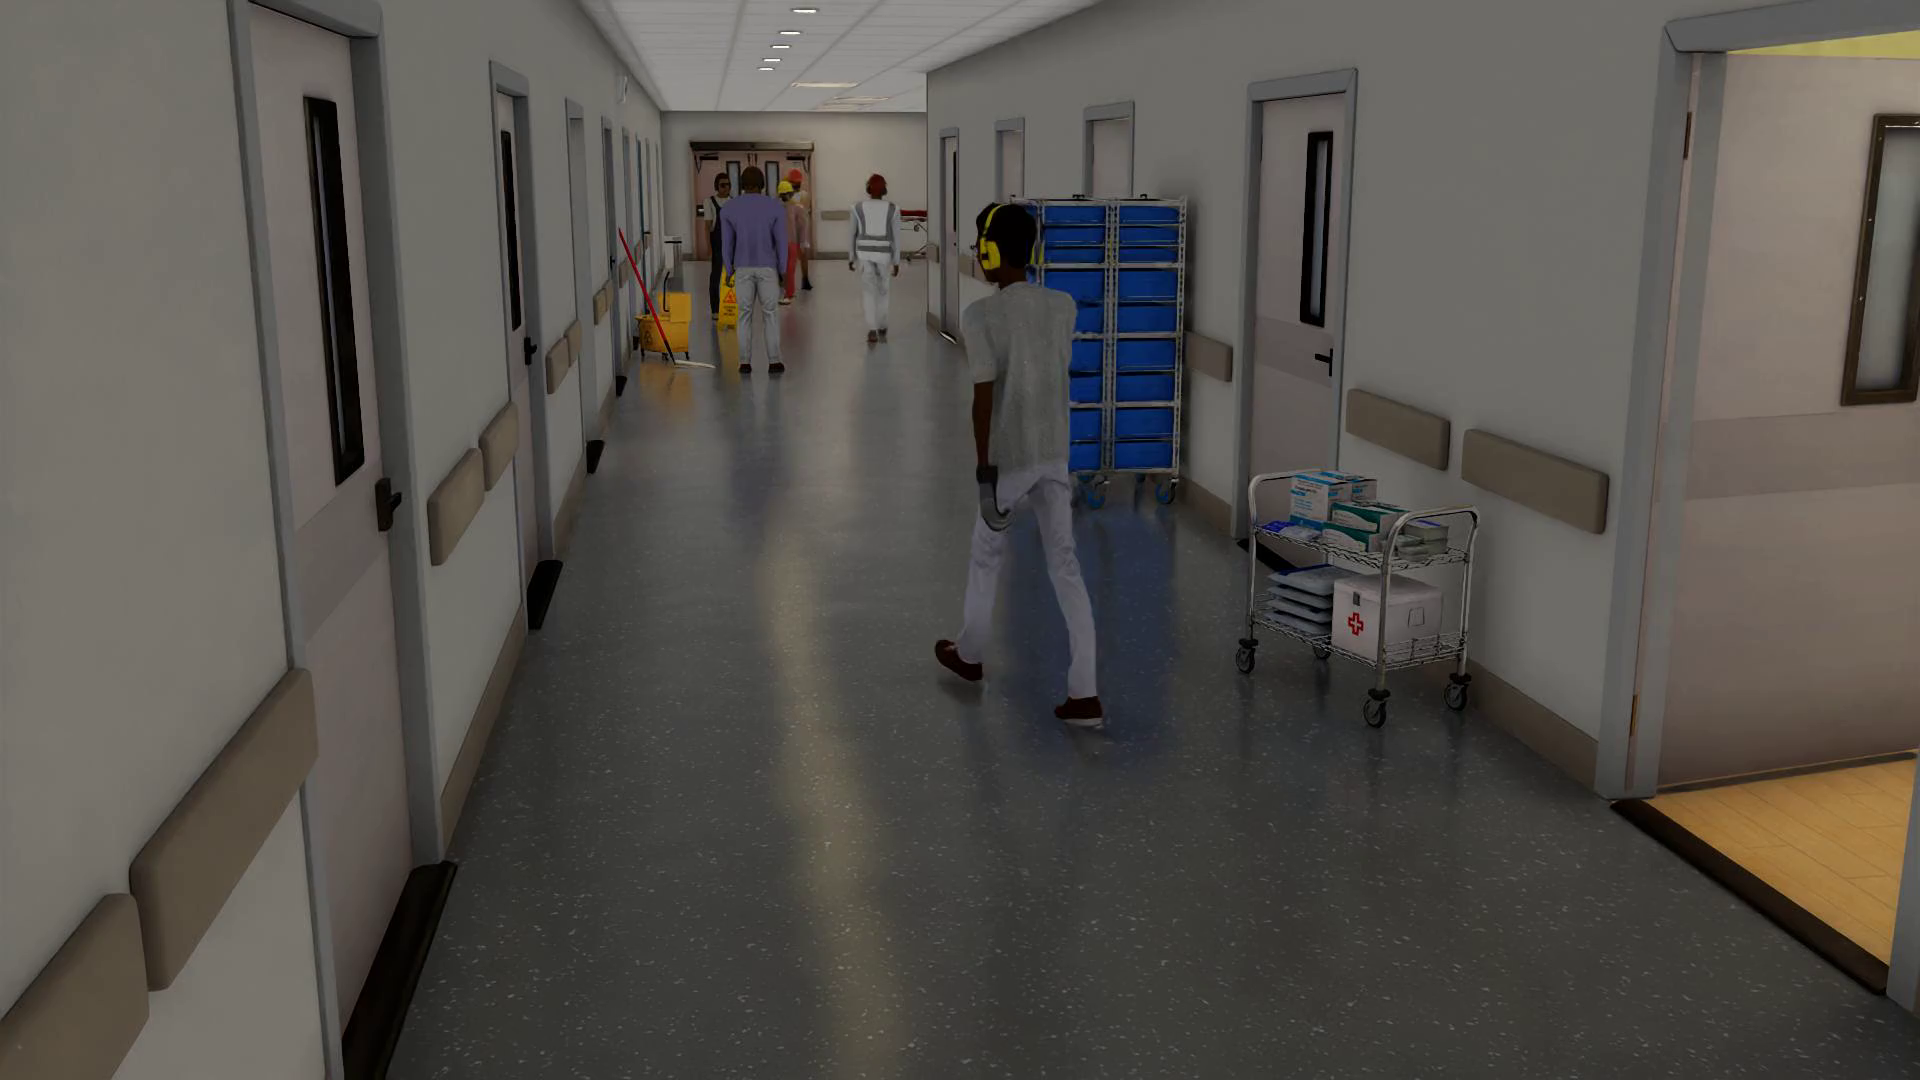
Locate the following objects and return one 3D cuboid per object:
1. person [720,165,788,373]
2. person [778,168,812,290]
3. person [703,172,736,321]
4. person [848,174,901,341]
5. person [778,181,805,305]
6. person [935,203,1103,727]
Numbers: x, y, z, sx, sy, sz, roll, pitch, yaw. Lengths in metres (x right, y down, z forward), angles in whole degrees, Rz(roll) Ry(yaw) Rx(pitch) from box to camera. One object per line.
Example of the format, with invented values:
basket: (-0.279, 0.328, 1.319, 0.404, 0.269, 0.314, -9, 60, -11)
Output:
person: (-1.920, -2.527, 15.612, 0.627, 1.934, 0.370, 0, 13, 0)
person: (-2.643, -4.943, 26.432, 0.544, 1.901, 0.911, -6, 14, -23)
person: (-2.986, -3.707, 21.047, 0.508, 1.846, 0.342, -11, 17, -39)
person: (-0.951, -3.155, 18.629, 0.590, 1.840, 0.980, -1, 13, -3)
person: (-2.456, -4.214, 23.574, 0.548, 1.725, 0.784, 5, 13, 20)
person: (0.221, -0.275, 5.908, 0.517, 1.809, 1.019, -7, 14, -27)
